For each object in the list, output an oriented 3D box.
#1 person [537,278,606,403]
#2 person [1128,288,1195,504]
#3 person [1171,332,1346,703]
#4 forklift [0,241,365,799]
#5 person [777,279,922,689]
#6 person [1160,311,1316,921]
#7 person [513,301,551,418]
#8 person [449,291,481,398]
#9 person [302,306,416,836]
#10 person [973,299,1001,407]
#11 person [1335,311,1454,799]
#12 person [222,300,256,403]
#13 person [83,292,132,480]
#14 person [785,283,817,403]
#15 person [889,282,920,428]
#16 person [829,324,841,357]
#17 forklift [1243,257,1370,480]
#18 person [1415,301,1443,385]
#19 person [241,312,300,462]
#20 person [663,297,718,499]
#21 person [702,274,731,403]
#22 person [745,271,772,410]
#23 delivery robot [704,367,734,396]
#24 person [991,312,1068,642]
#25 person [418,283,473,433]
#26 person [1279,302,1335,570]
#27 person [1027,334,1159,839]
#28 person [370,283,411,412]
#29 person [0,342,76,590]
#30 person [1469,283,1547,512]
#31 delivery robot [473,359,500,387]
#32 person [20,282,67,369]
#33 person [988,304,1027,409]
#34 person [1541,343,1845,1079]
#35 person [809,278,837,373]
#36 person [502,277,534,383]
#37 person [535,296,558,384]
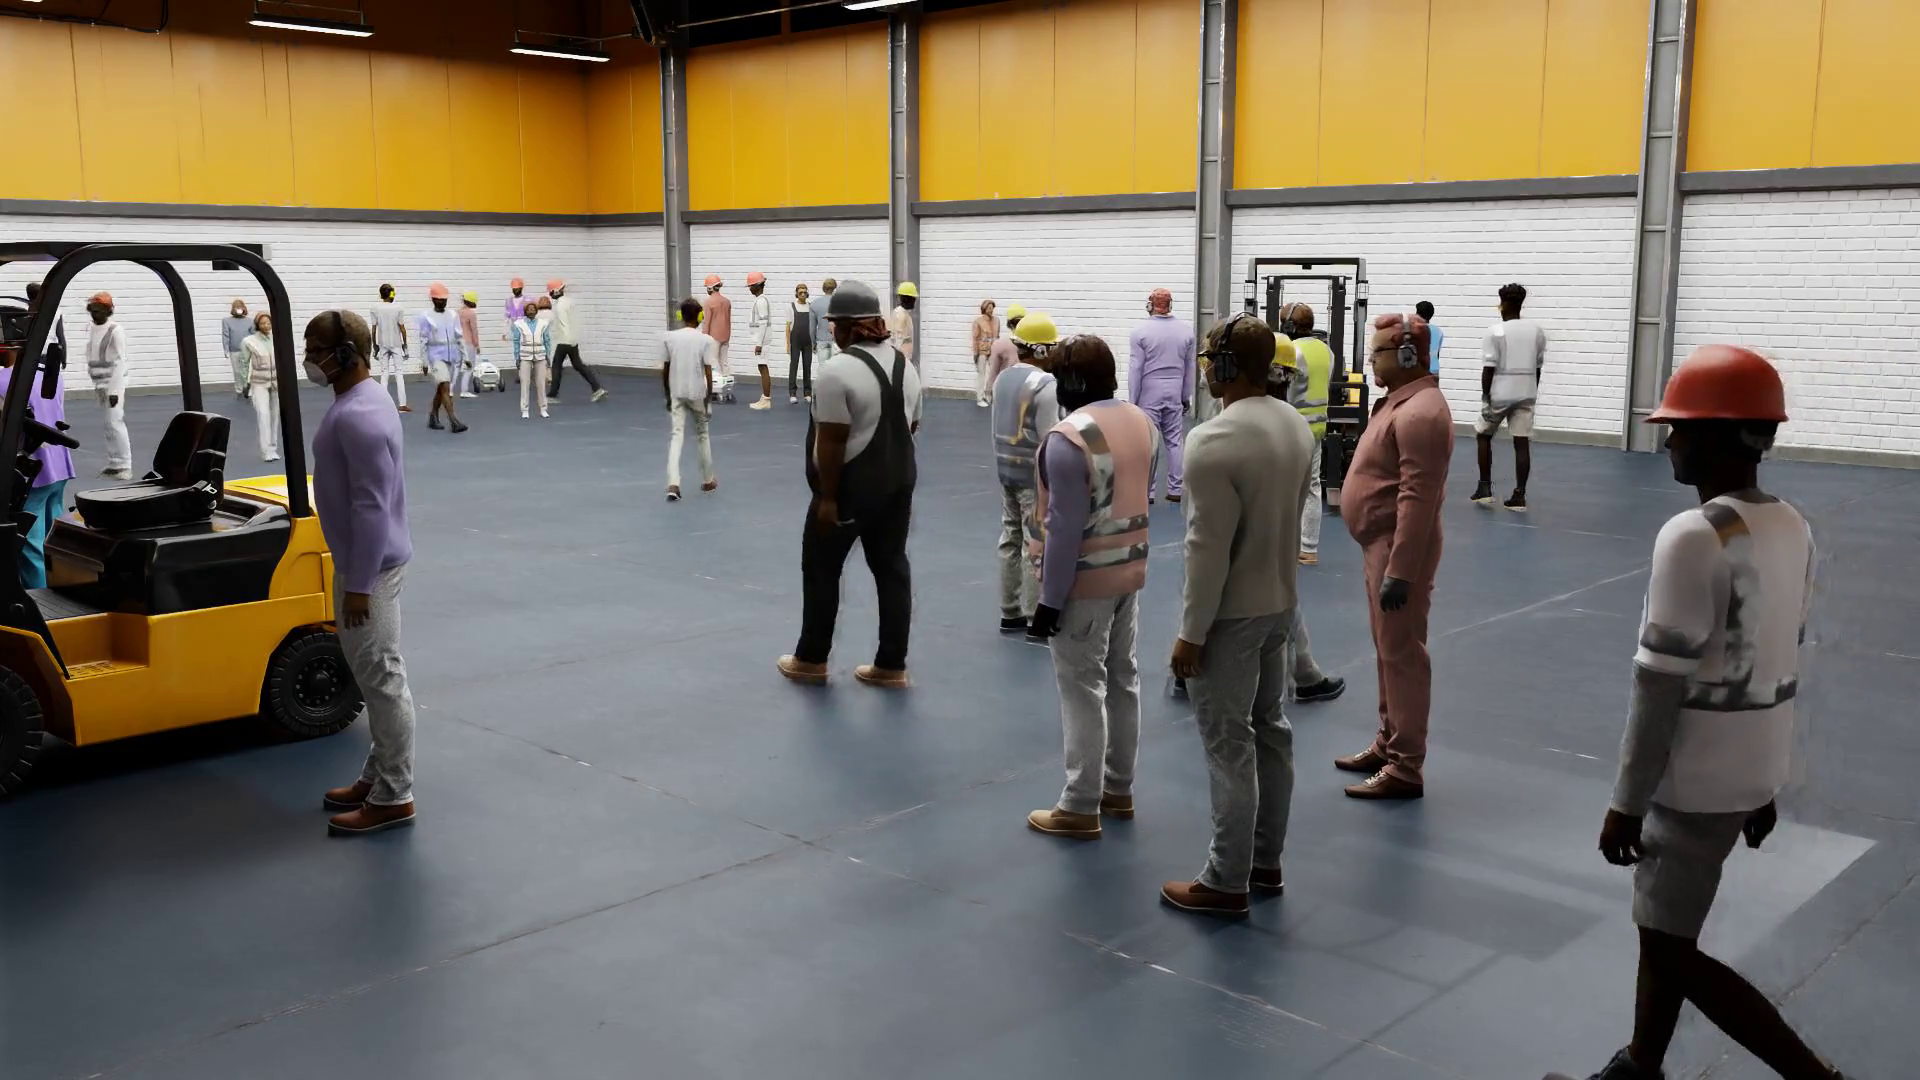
[{"bbox_3d":[-6.005,-3.068,25.645,0.990,1.943,0.655,0,9,-1],"label":"person"},{"bbox_3d":[1.748,-1.271,14.715,0.651,1.906,0.403,-4,10,-23],"label":"person"},{"bbox_3d":[1.412,-0.095,7.922,0.827,1.779,0.623,-2,9,-10],"label":"person"},{"bbox_3d":[-3.706,-0.171,7.093,1.214,2.155,2.313,9,13,43],"label":"forklift"},{"bbox_3d":[-0.581,-0.286,8.267,0.803,2.000,0.705,8,12,40],"label":"person"},{"bbox_3d":[0.884,0.244,5.333,0.372,1.940,0.630,7,12,38],"label":"person"},{"bbox_3d":[-5.949,-2.509,23.154,0.508,1.631,0.312,-4,10,-24],"label":"person"},{"bbox_3d":[-8.008,-3.150,26.803,0.720,1.717,0.380,6,11,33],"label":"person"},{"bbox_3d":[-2.212,0.112,6.144,0.372,1.938,0.627,-3,10,-20],"label":"person"},{"bbox_3d":[0.394,-2.793,24.922,0.534,1.613,0.389,-7,12,-38],"label":"person"},{"bbox_3d":[1.702,0.061,6.555,0.411,1.908,0.643,1,9,8],"label":"person"},{"bbox_3d":[-11.249,-2.960,26.009,0.493,1.596,0.844,-4,10,-21],"label":"person"},{"bbox_3d":[-8.416,-1.509,16.387,0.748,1.855,0.360,7,12,38],"label":"person"},{"bbox_3d":[-2.440,-3.035,25.715,0.507,1.846,0.351,-4,10,-23],"label":"person"},{"bbox_3d":[-0.723,-2.376,21.508,0.410,1.912,0.587,-1,9,-4],"label":"person"},{"bbox_3d":[-1.138,-1.398,16.354,0.282,1.630,0.505,-1,9,-9],"label":"person"},{"bbox_3d":[3.309,-1.629,16.029,1.214,2.155,2.313,2,9,11],"label":"forklift"},{"bbox_3d":[5.556,-2.012,19.918,0.536,1.692,0.319,-6,11,-34],"label":"person"},{"bbox_3d":[-7.382,-1.631,17.837,0.527,1.604,0.774,-9,13,-43],"label":"person"},{"bbox_3d":[-2.480,-1.289,15.119,0.533,1.823,0.989,1,9,5],"label":"person"},{"bbox_3d":[-3.793,-3.119,25.809,0.407,1.987,0.614,6,11,32],"label":"person"},{"bbox_3d":[-2.953,-2.916,24.417,0.391,2.033,0.605,-1,9,-5],"label":"person"},{"bbox_3d":[-3.848,-2.425,25.634,0.707,0.478,0.477,4,10,22],"label":"delivery robot"},{"bbox_3d":[0.406,-0.355,9.323,0.404,1.833,0.591,-5,11,-29],"label":"person"},{"bbox_3d":[-6.585,-2.315,21.200,0.983,1.892,0.566,7,12,38],"label":"person"},{"bbox_3d":[2.304,-0.713,11.493,0.430,1.845,0.620,9,13,43],"label":"person"},{"bbox_3d":[0.464,0.170,6.100,0.430,1.838,0.619,7,11,35],"label":"person"},{"bbox_3d":[-8.224,-2.765,24.013,0.519,1.865,0.326,-1,9,-4],"label":"person"},{"bbox_3d":[-4.918,-0.273,8.810,0.389,1.837,0.563,0,9,3],"label":"person"},{"bbox_3d":[4.721,-1.233,14.351,0.605,1.941,0.710,-1,9,-7],"label":"person"},{"bbox_3d":[-7.989,-2.816,28.036,0.477,0.478,0.707,-4,10,-25],"label":"delivery robot"},{"bbox_3d":[-11.970,-2.401,21.663,0.604,1.900,0.507,-7,11,-35],"label":"person"},{"bbox_3d":[0.539,-1.410,16.128,0.547,1.727,0.814,-1,9,-5],"label":"person"},{"bbox_3d":[1.728,0.525,3.705,0.557,1.914,0.787,-9,13,-43],"label":"person"},{"bbox_3d":[-1.950,-2.956,24.952,0.629,1.939,0.372,2,9,12],"label":"person"},{"bbox_3d":[-7.961,-3.748,29.879,0.575,1.904,0.802,2,10,15],"label":"person"},{"bbox_3d":[-7.389,-3.538,29.551,0.494,1.599,0.764,2,10,14],"label":"person"}]
